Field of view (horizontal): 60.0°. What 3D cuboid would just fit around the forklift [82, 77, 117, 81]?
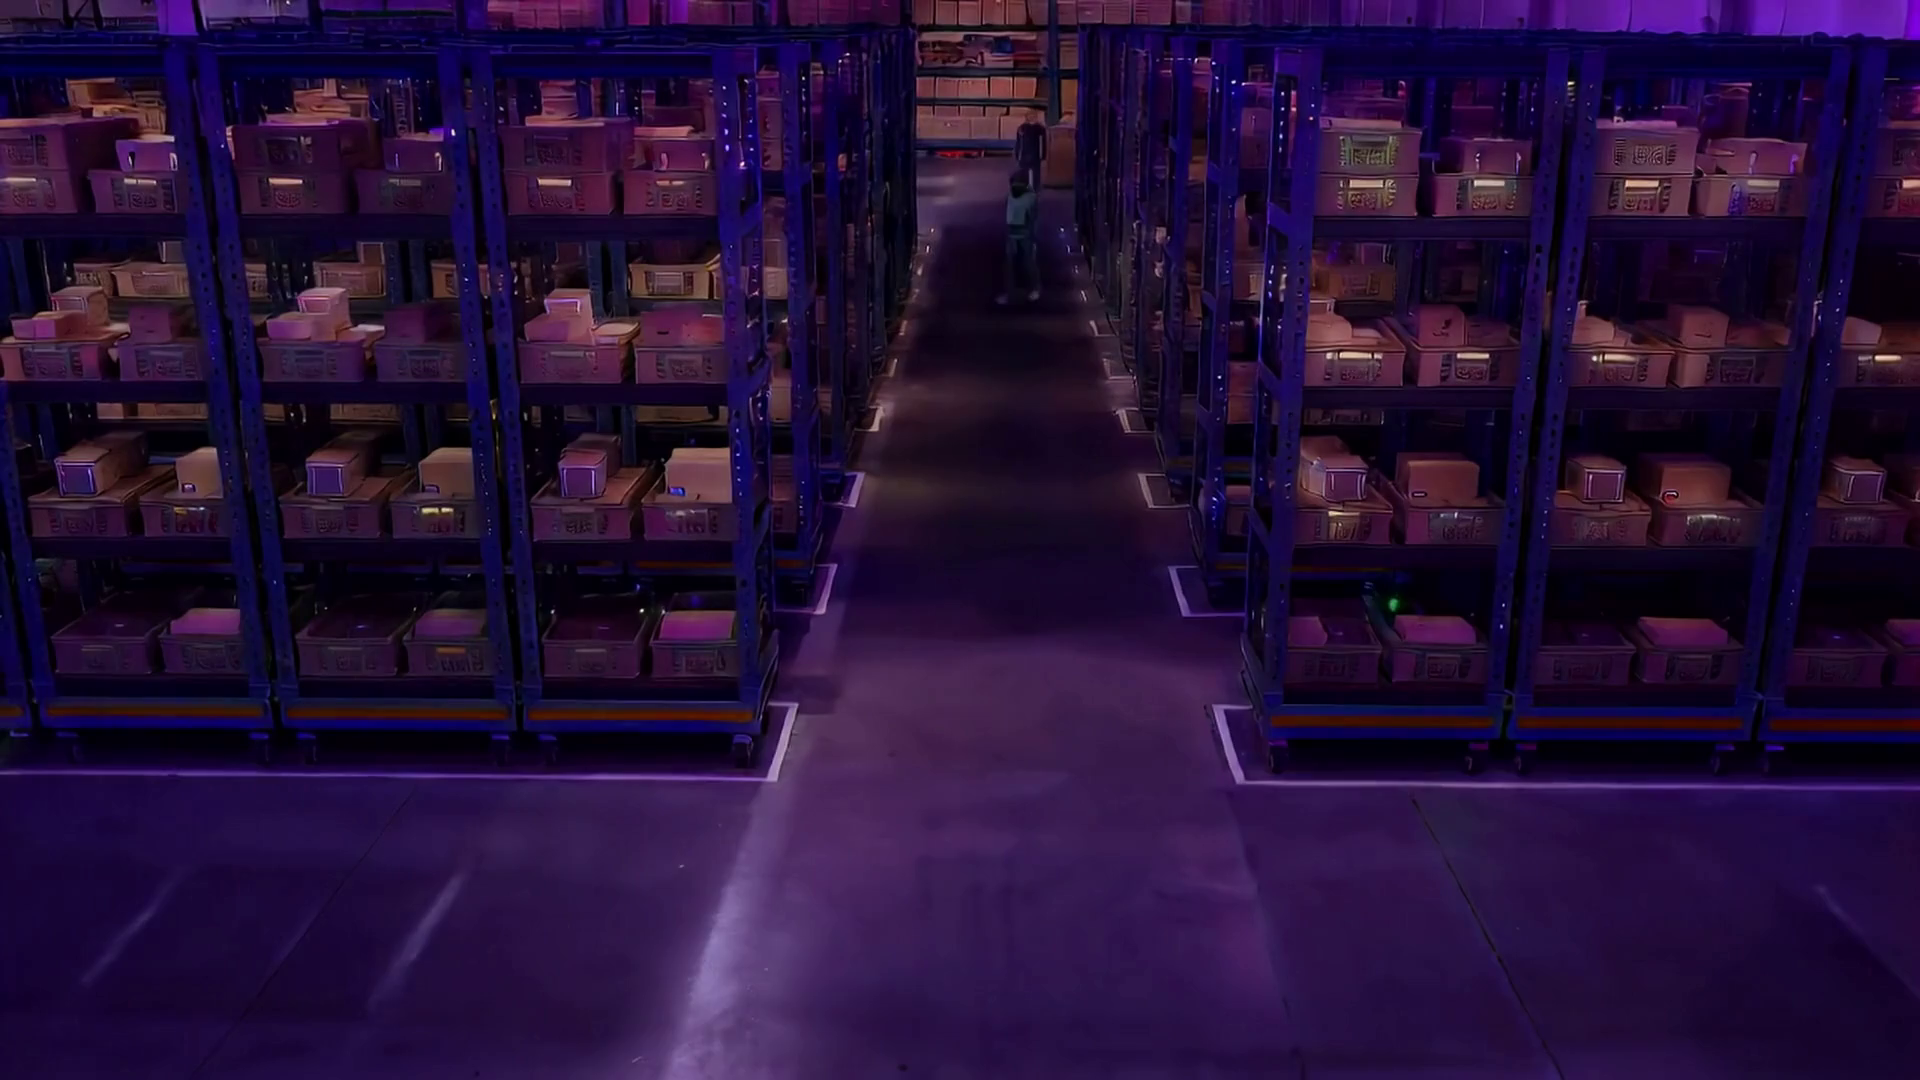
[{"bbox_3d":[-24.434,-12.466,47.368,1.129,2.768,1.873,0,17,1],"label":"forklift"}]

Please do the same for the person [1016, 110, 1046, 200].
[{"bbox_3d":[1.461,-7.996,34.732,0.638,1.903,0.409,-4,18,-14],"label":"person"}]

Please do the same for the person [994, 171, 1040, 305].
[{"bbox_3d":[0.815,-4.082,22.483,0.585,1.780,0.985,9,20,28],"label":"person"}]
